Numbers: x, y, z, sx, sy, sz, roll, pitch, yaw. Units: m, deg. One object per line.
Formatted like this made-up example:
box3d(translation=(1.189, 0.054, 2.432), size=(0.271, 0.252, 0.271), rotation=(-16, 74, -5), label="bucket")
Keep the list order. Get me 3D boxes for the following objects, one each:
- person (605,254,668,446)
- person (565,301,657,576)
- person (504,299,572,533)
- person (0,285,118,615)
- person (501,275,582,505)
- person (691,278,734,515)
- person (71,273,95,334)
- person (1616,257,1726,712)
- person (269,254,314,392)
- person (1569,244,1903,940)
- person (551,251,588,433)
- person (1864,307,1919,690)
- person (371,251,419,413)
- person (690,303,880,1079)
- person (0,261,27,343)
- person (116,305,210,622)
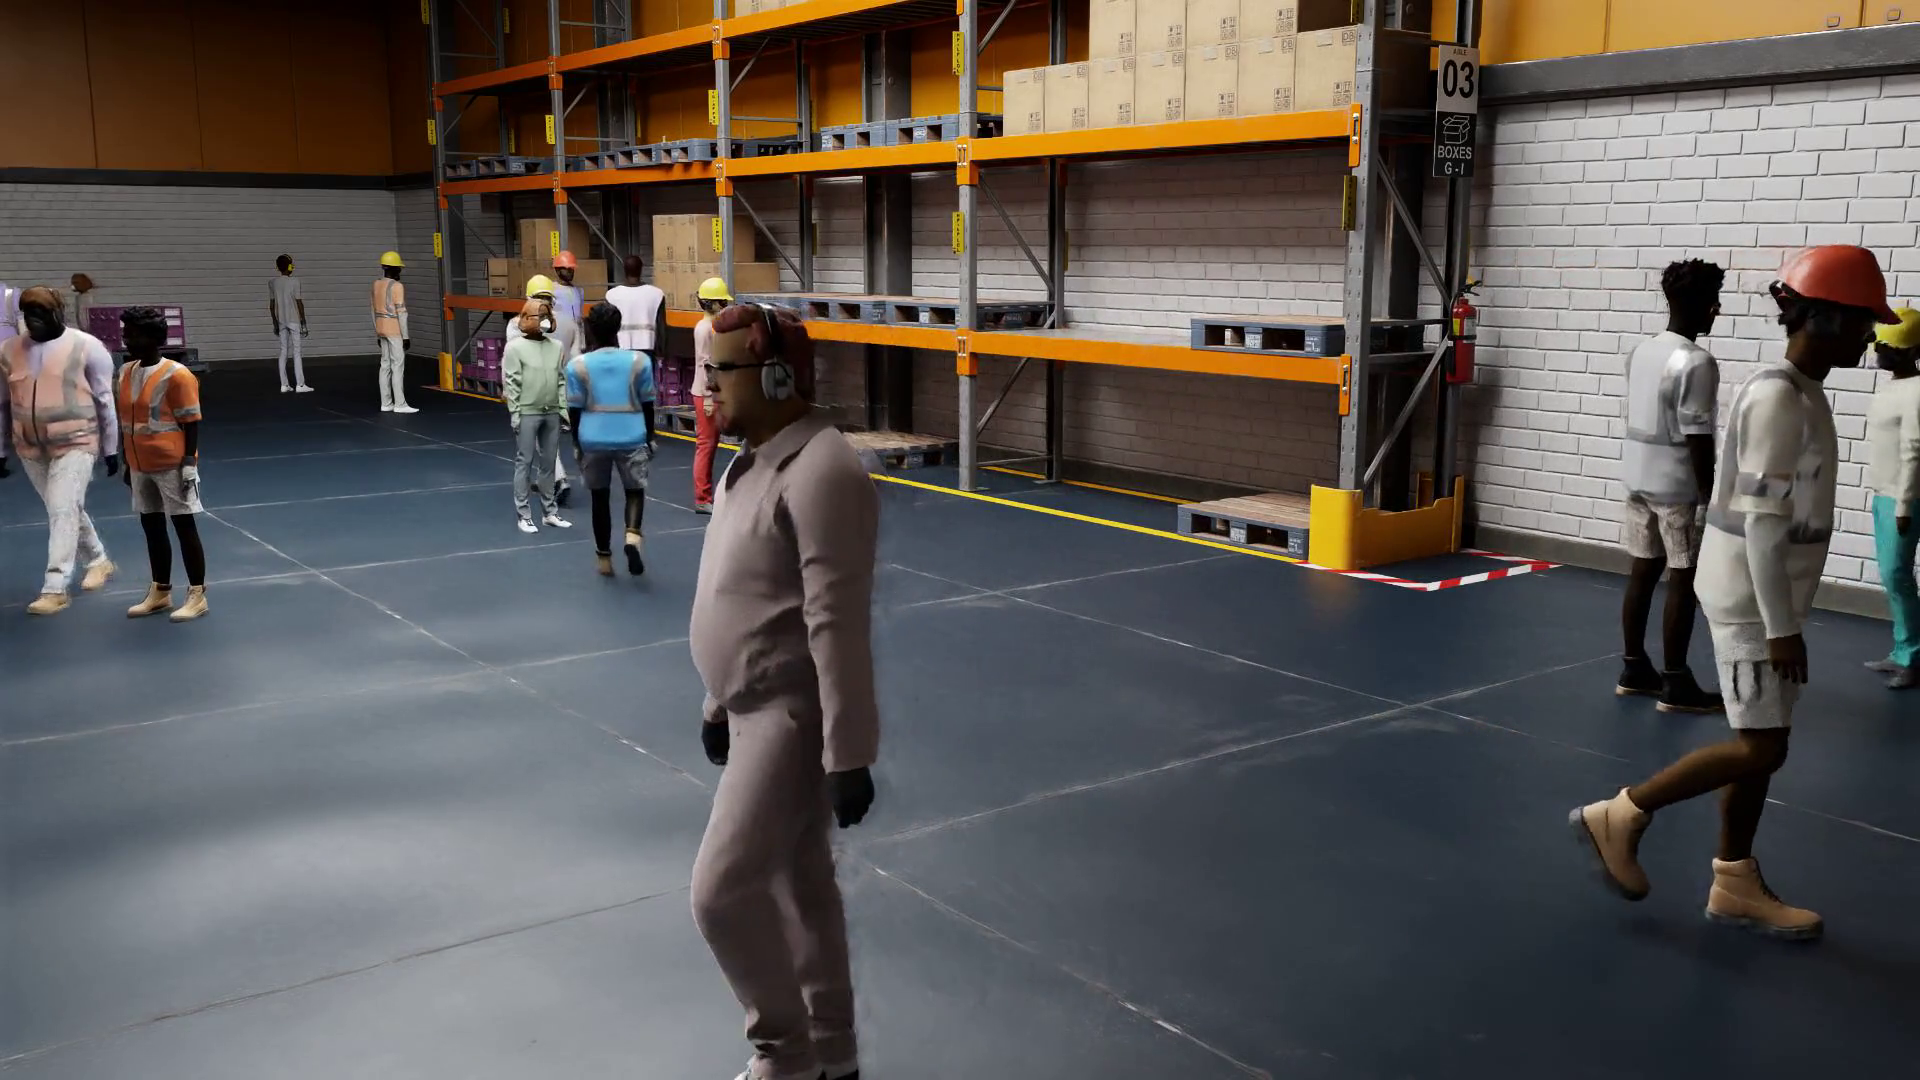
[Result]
box3d(translation=(-3.223, -1.887, 16.630), size=(0.610, 1.909, 0.500), rotation=(-2, 10, -13), label="person")
box3d(translation=(-2.082, -0.586, 9.965), size=(0.540, 1.679, 0.568), rotation=(-2, 10, -12), label="person")
box3d(translation=(-2.966, -0.875, 11.720), size=(0.276, 1.636, 0.500), rotation=(8, 13, 38), label="person")
box3d(translation=(-5.097, -0.537, 9.399), size=(0.641, 1.799, 0.961), rotation=(0, 10, 2), label="person")
box3d(translation=(-3.227, -1.176, 13.010), size=(0.580, 1.792, 0.929), rotation=(-8, 13, -40), label="person")
box3d(translation=(-1.843, -1.077, 12.490), size=(0.329, 1.767, 0.529), rotation=(0, 10, 2), label="person")
box3d(translation=(-11.836, -2.813, 22.623), size=(0.512, 1.622, 0.404), rotation=(9, 13, 40), label="person")
box3d(translation=(3.117, -0.237, 7.241), size=(0.410, 1.963, 0.611), rotation=(-1, 10, -7), label="person")
box3d(translation=(-9.114, -2.939, 22.619), size=(0.513, 1.876, 0.328), rotation=(2, 10, 11), label="person")
box3d(translation=(2.266, 0.167, 4.825), size=(0.688, 2.016, 0.626), rotation=(7, 12, 34), label="person")
box3d(translation=(-4.212, -2.117, 17.824), size=(0.349, 1.942, 0.545), rotation=(7, 12, 35), label="person")
box3d(translation=(4.308, -0.198, 7.664), size=(0.384, 1.741, 0.543), rotation=(3, 10, 14), label="person")
box3d(translation=(-6.764, -2.474, 19.864), size=(0.595, 1.925, 0.375), rotation=(8, 13, 36), label="person")
box3d(translation=(-0.472, 0.413, 3.792), size=(0.574, 1.886, 0.681), rotation=(-4, 11, -20), label="person")
box3d(translation=(-10.238, -2.084, 17.681), size=(0.584, 1.927, 0.367), rotation=(-5, 11, -26), label="person")
box3d(translation=(-4.291, -0.404, 8.912), size=(0.540, 1.697, 0.317), rotation=(4, 11, 23), label="person")
